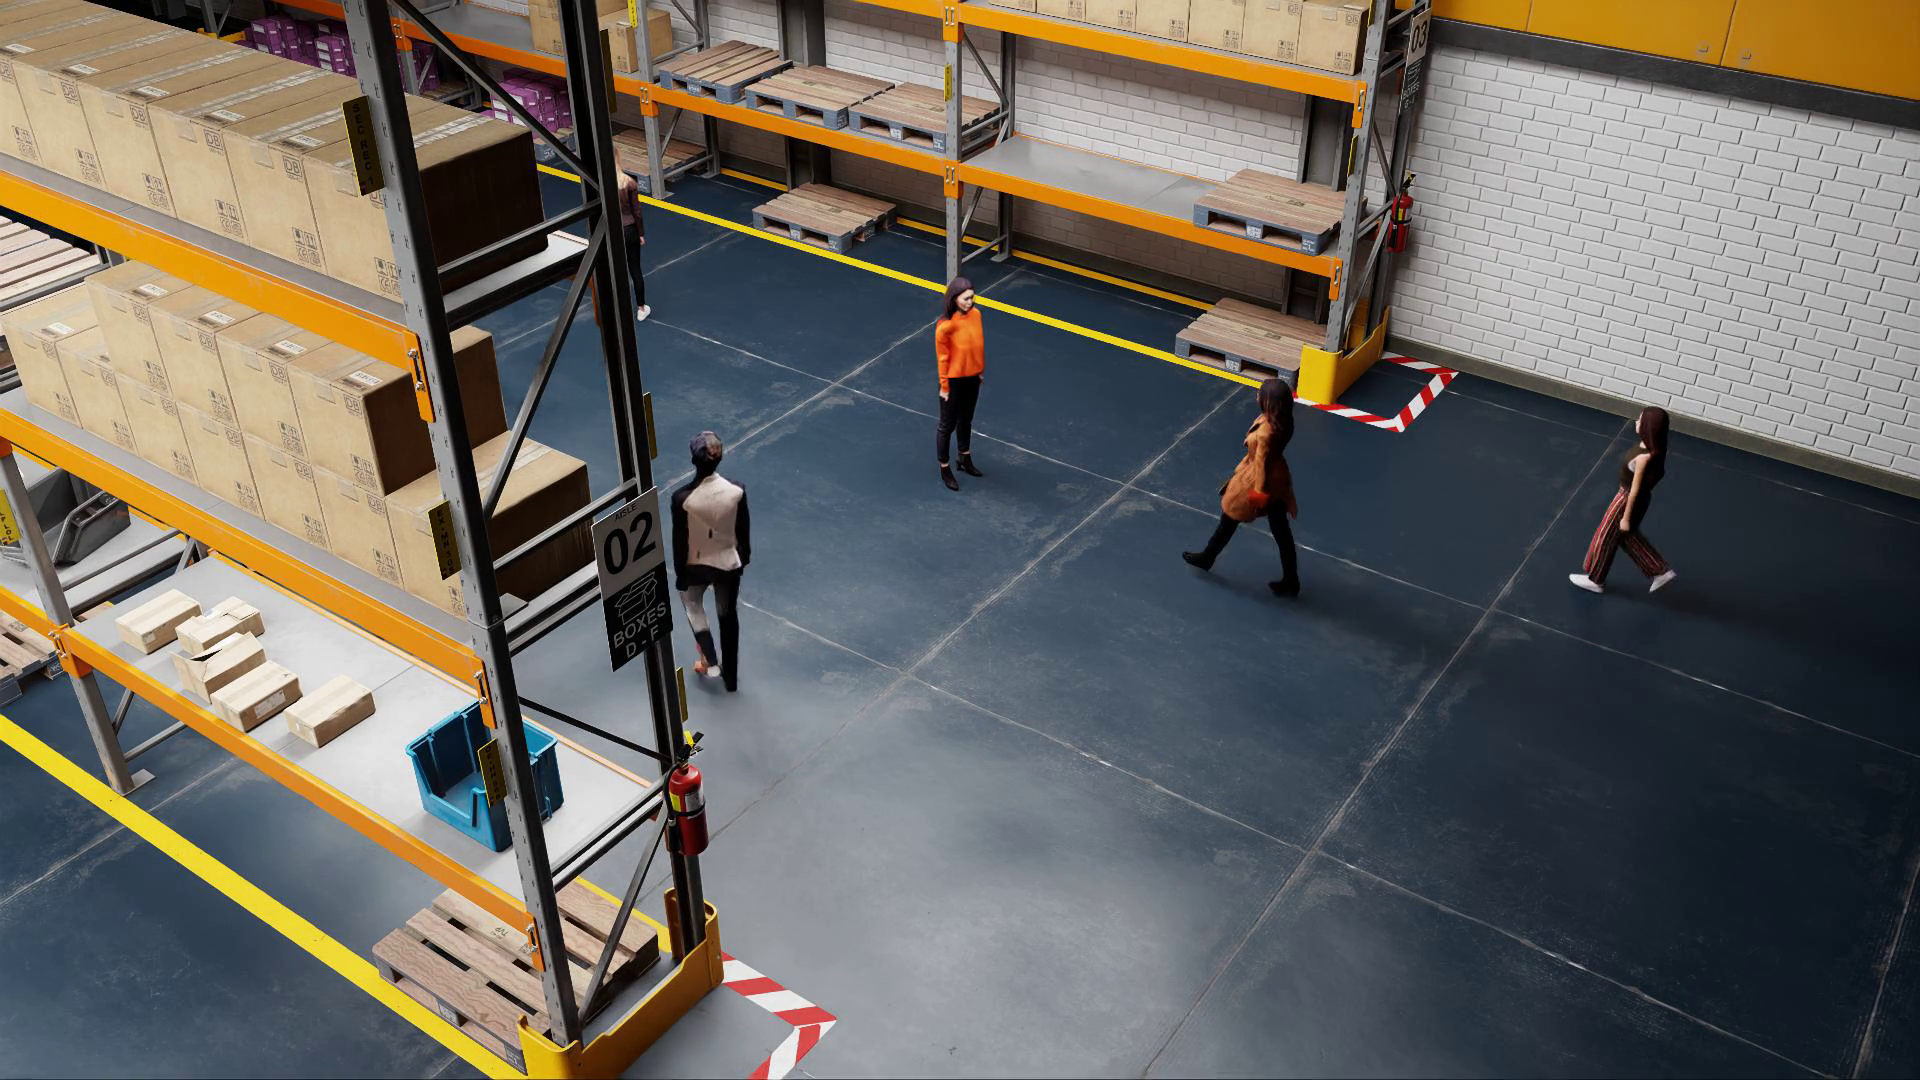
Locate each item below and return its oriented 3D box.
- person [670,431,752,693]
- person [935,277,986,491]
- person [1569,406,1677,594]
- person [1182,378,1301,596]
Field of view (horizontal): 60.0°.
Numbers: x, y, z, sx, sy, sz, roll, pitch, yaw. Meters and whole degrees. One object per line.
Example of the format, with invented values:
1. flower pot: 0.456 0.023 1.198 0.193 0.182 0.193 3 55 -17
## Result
1. person: -1.568 0.212 10.711 0.830 1.875 0.848 -14 36 -20
2. person: -0.013 -1.251 13.025 0.604 1.750 0.652 29 43 36
3. person: 4.795 -0.244 11.690 0.904 1.551 0.556 19 38 27
4. person: 2.229 -0.329 11.699 1.113 1.683 0.714 20 39 28
